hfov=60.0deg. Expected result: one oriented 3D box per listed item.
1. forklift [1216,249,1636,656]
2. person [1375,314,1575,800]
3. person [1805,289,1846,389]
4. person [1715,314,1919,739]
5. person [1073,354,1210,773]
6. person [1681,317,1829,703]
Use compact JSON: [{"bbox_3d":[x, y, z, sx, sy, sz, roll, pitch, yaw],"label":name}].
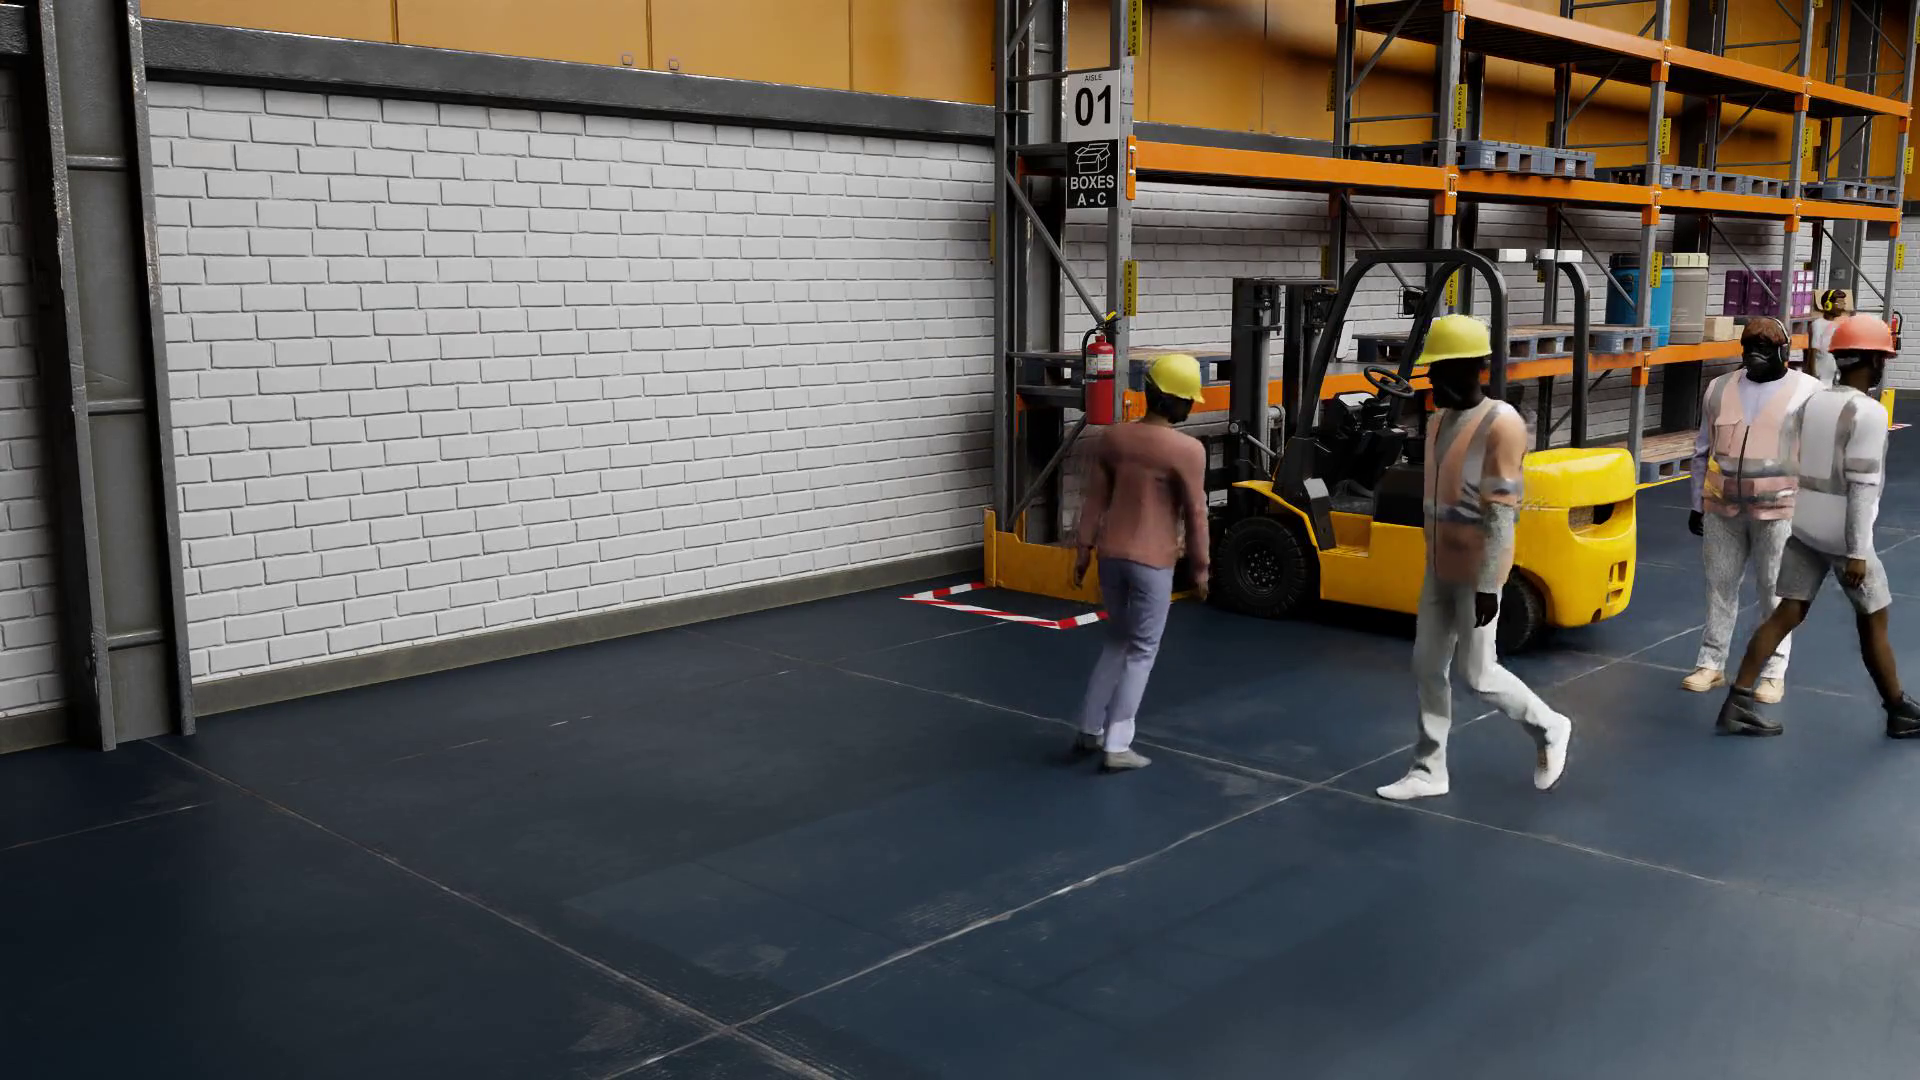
[{"bbox_3d":[2.710,-0.584,9.626,2.313,2.155,1.214,9,13,43],"label":"forklift"},{"bbox_3d":[2.017,0.085,6.414,0.686,1.904,0.594,-3,10,-17],"label":"person"},{"bbox_3d":[8.988,-1.671,17.320,0.515,1.861,0.322,-7,11,-35],"label":"person"},{"bbox_3d":[3.849,-0.043,7.296,1.027,1.879,0.550,-1,9,-6],"label":"person"},{"bbox_3d":[0.754,0.099,6.854,0.542,1.725,0.505,9,13,44],"label":"person"},{"bbox_3d":[3.820,-0.146,8.017,0.633,1.843,0.429,9,13,44],"label":"person"}]
